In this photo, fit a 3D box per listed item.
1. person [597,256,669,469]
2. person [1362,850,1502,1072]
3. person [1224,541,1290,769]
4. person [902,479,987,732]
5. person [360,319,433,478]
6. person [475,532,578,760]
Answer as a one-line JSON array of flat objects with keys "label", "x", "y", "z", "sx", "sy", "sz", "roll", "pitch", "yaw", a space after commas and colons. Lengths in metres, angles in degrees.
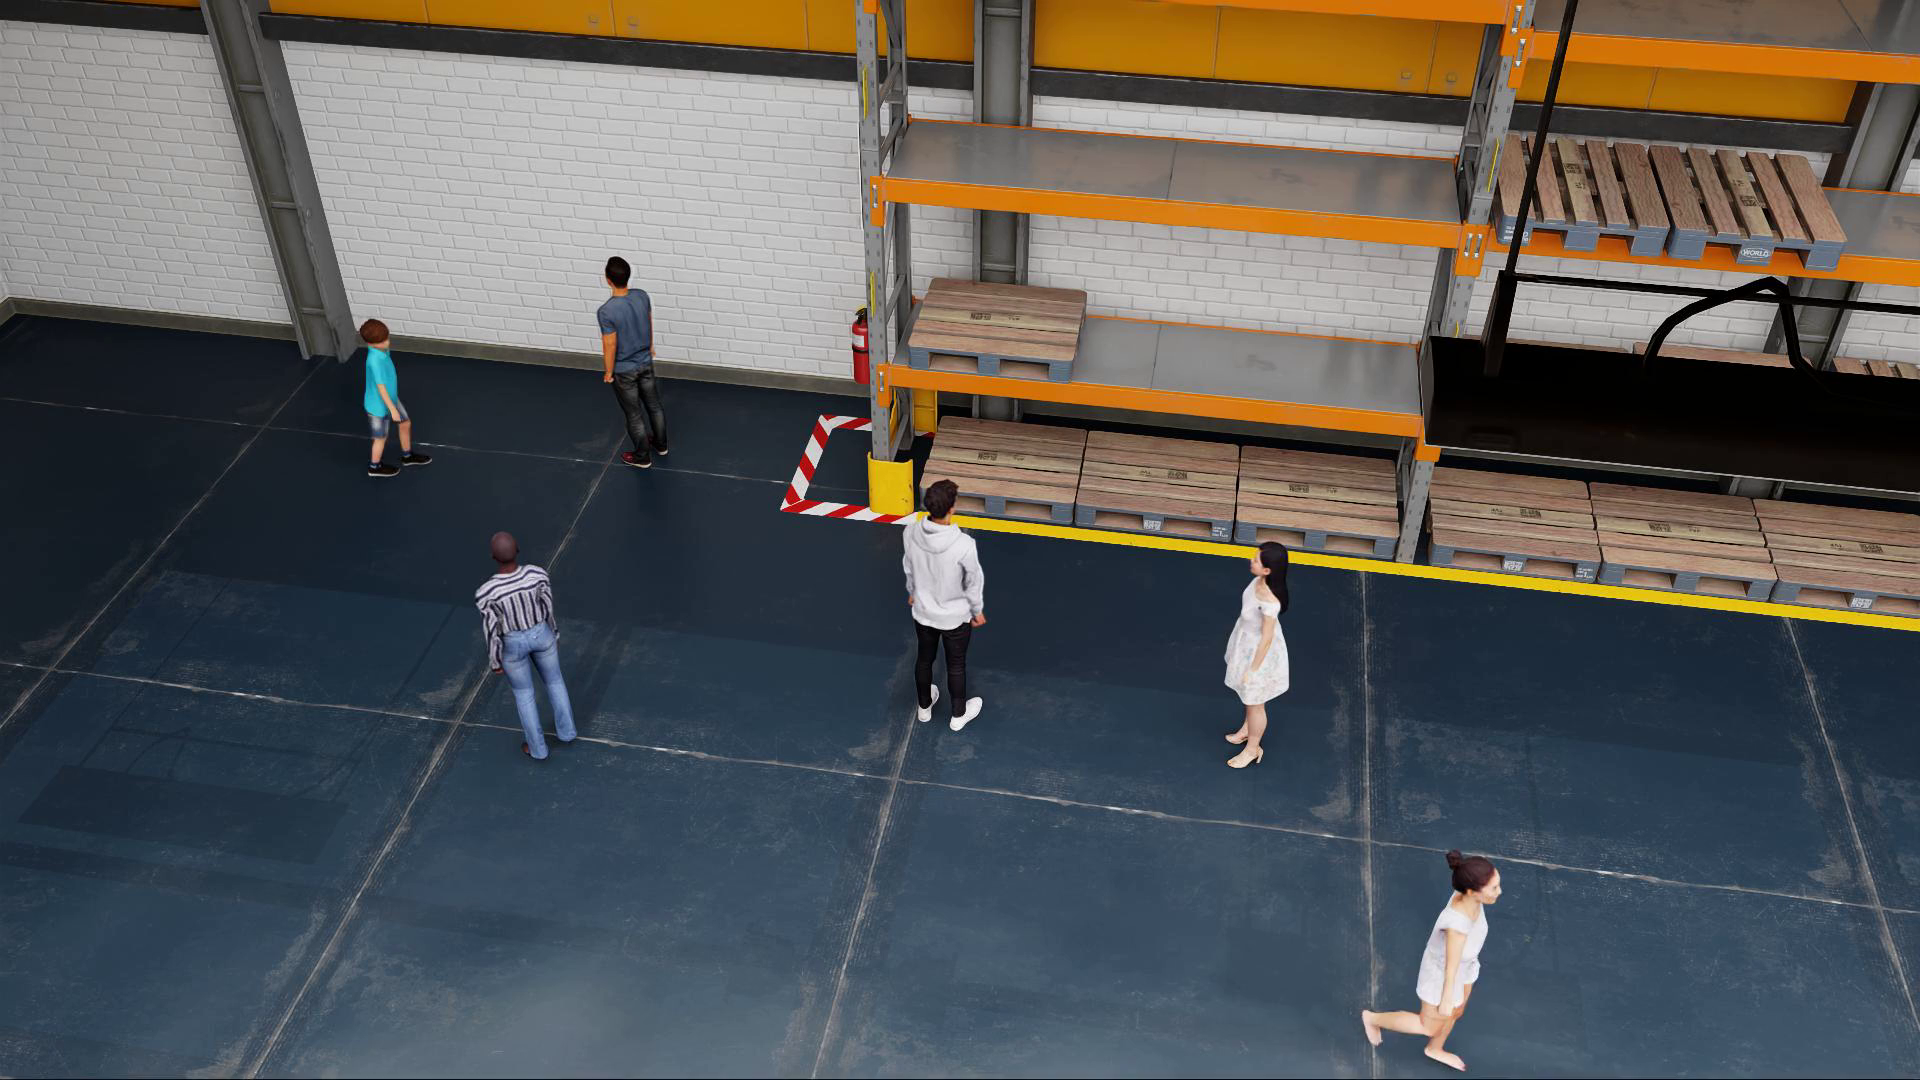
[{"label": "person", "x": -2.558, "y": -1.386, "z": 12.965, "sx": 0.718, "sy": 1.810, "sz": 0.727, "roll": 26, "pitch": 46, "yaw": 29}, {"label": "person", "x": 2.460, "y": 2.204, "z": 8.644, "sx": 0.891, "sy": 1.592, "sz": 0.738, "roll": 20, "pitch": 43, "yaw": 23}, {"label": "person", "x": 1.848, "y": 0.715, "z": 10.362, "sx": 0.623, "sy": 1.774, "sz": 0.641, "roll": 5, "pitch": 39, "yaw": 7}, {"label": "person", "x": -0.116, "y": 0.424, "z": 10.602, "sx": 0.609, "sy": 1.930, "sz": 0.793, "roll": 14, "pitch": 41, "yaw": 17}, {"label": "person", "x": -4.552, "y": -1.097, "z": 12.917, "sx": 0.772, "sy": 1.418, "sz": 0.628, "roll": -8, "pitch": 39, "yaw": -9}, {"label": "person", "x": -2.707, "y": 0.670, "z": 10.402, "sx": 0.689, "sy": 1.796, "sz": 0.744, "roll": -25, "pitch": 45, "yaw": -28}]
